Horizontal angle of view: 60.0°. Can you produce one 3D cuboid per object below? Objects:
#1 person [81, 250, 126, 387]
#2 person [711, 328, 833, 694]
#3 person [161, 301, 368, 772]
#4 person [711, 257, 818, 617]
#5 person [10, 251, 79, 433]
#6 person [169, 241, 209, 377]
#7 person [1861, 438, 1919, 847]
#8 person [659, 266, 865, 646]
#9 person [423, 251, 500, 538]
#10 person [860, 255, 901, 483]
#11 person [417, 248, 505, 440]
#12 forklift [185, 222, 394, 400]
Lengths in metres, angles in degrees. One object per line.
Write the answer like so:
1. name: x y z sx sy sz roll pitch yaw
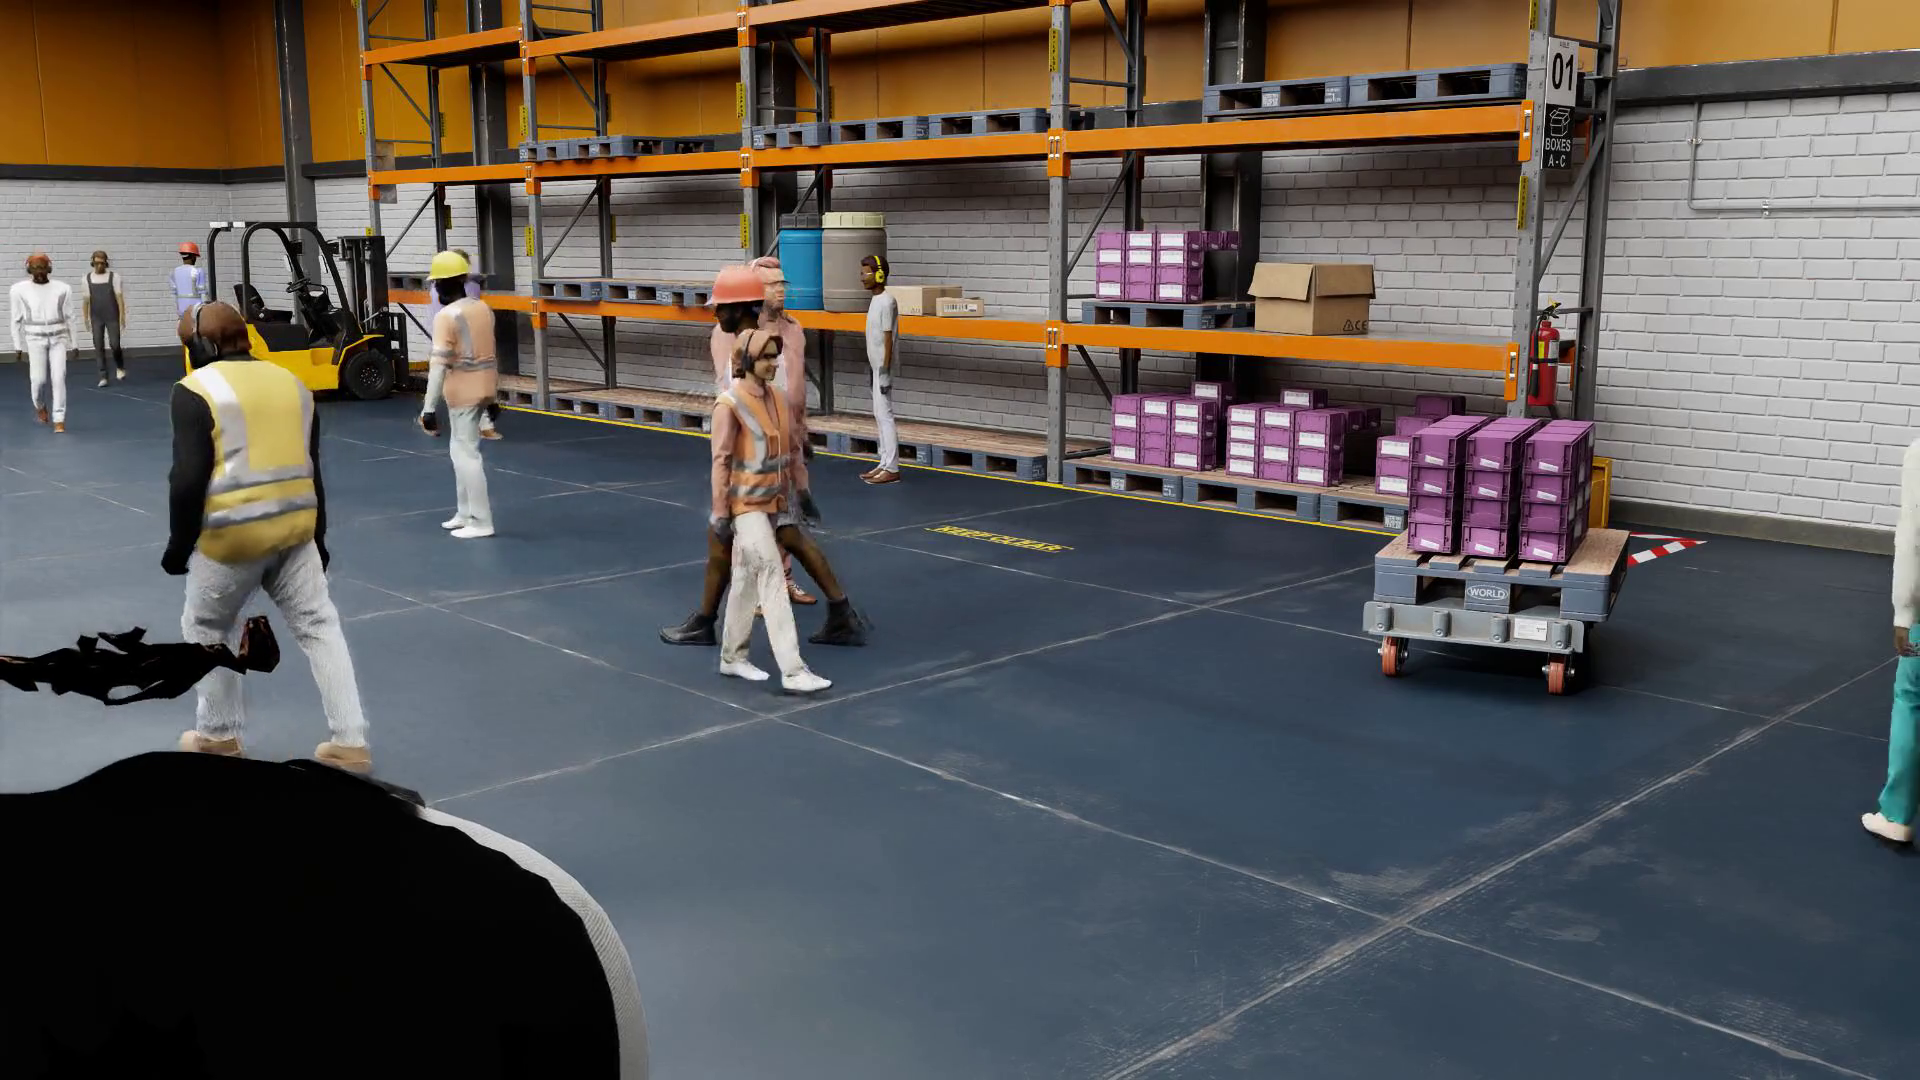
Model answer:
1. person: -11.494 -2.976 22.365 0.526 1.826 0.509 -3 11 -15
2. person: -0.798 -0.121 7.383 0.779 1.610 0.521 4 11 21
3. person: -2.678 0.008 6.239 0.883 1.774 0.640 5 12 26
4. person: -1.023 -0.557 8.950 0.410 1.908 0.643 7 13 35
5. person: -9.435 -2.043 17.168 0.585 1.866 0.568 -7 12 -32
6. person: -10.577 -3.139 22.949 0.544 1.935 0.361 2 11 11
7. person: 3.192 0.199 5.271 0.534 1.736 0.744 2 11 12
8. person: -0.950 -0.389 8.130 1.016 1.887 0.546 2 11 11
9. person: -3.397 -0.954 11.079 0.602 1.910 0.622 3 11 13
10. person: -0.657 -1.394 13.645 0.328 1.862 0.515 -3 11 -13
11. person: -5.038 -1.945 16.563 0.969 1.906 0.640 6 12 29
12. forklift: -8.169 -2.758 20.163 2.313 2.155 1.214 -10 14 -44
